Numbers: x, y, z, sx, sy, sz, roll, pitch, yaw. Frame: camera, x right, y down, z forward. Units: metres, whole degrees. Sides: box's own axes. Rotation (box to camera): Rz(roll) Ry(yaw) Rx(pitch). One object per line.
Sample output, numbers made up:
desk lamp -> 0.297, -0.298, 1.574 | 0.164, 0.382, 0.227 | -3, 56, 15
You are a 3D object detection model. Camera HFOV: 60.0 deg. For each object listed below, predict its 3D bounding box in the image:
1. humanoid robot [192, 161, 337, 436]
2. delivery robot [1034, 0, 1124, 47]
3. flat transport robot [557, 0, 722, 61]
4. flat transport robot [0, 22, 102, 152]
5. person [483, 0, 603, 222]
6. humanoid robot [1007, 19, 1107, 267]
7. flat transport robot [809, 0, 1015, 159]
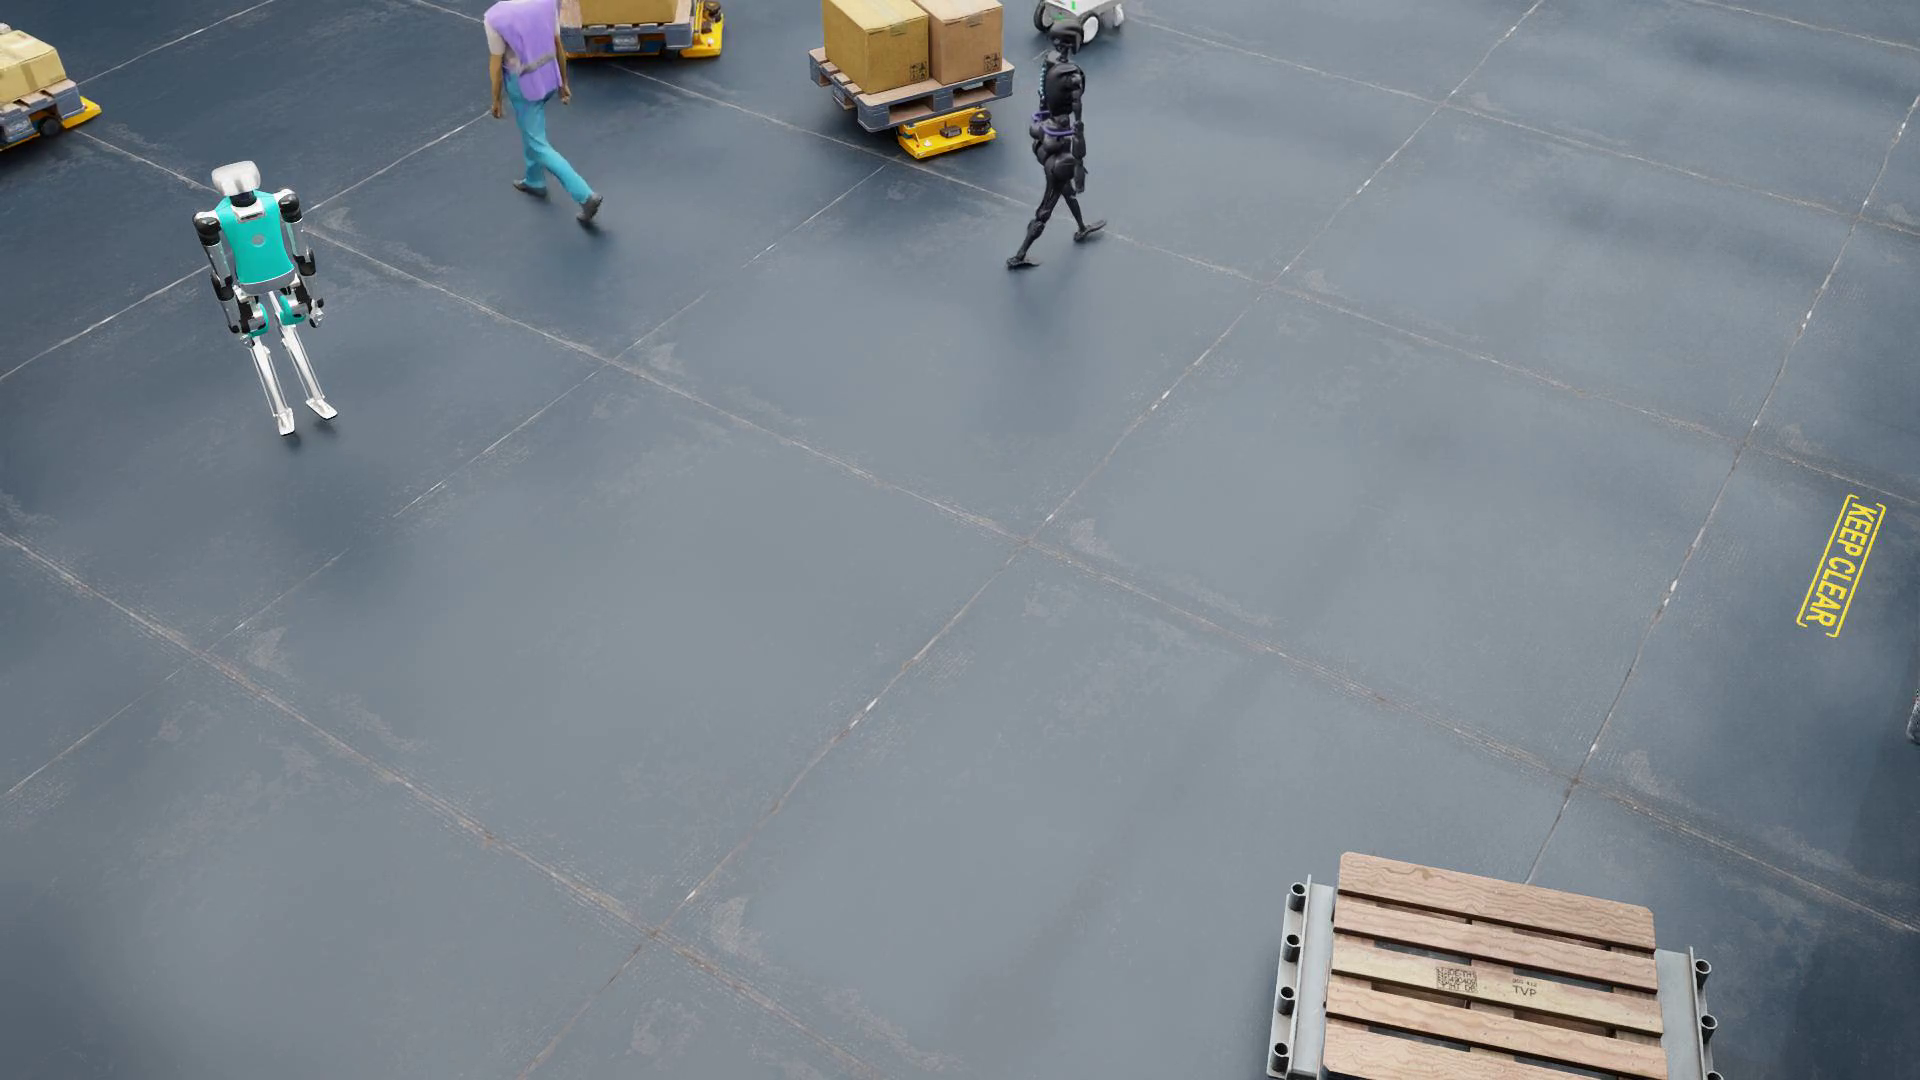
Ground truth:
humanoid robot -> -3.822, -1.384, 9.126 | 0.533, 1.677, 0.735 | -24, 47, -25
delivery robot -> 1.003, -4.384, 13.462 | 0.507, 0.583, 0.755 | 31, 50, 30
flat transport robot -> -2.639, -4.082, 13.348 | 1.431, 0.231, 0.659 | -3, 42, -3
flat transport robot -> -7.130, -3.017, 12.156 | 0.659, 0.231, 1.431 | 27, 48, 27
person -> -2.778, -2.984, 10.964 | 0.865, 1.807, 0.564 | 20, 46, 21
humanoid robot -> 0.655, -2.529, 10.583 | 0.785, 1.621, 0.613 | -15, 44, -16
flat transport robot -> -0.368, -3.303, 12.476 | 0.659, 0.231, 1.431 | -21, 46, -21
